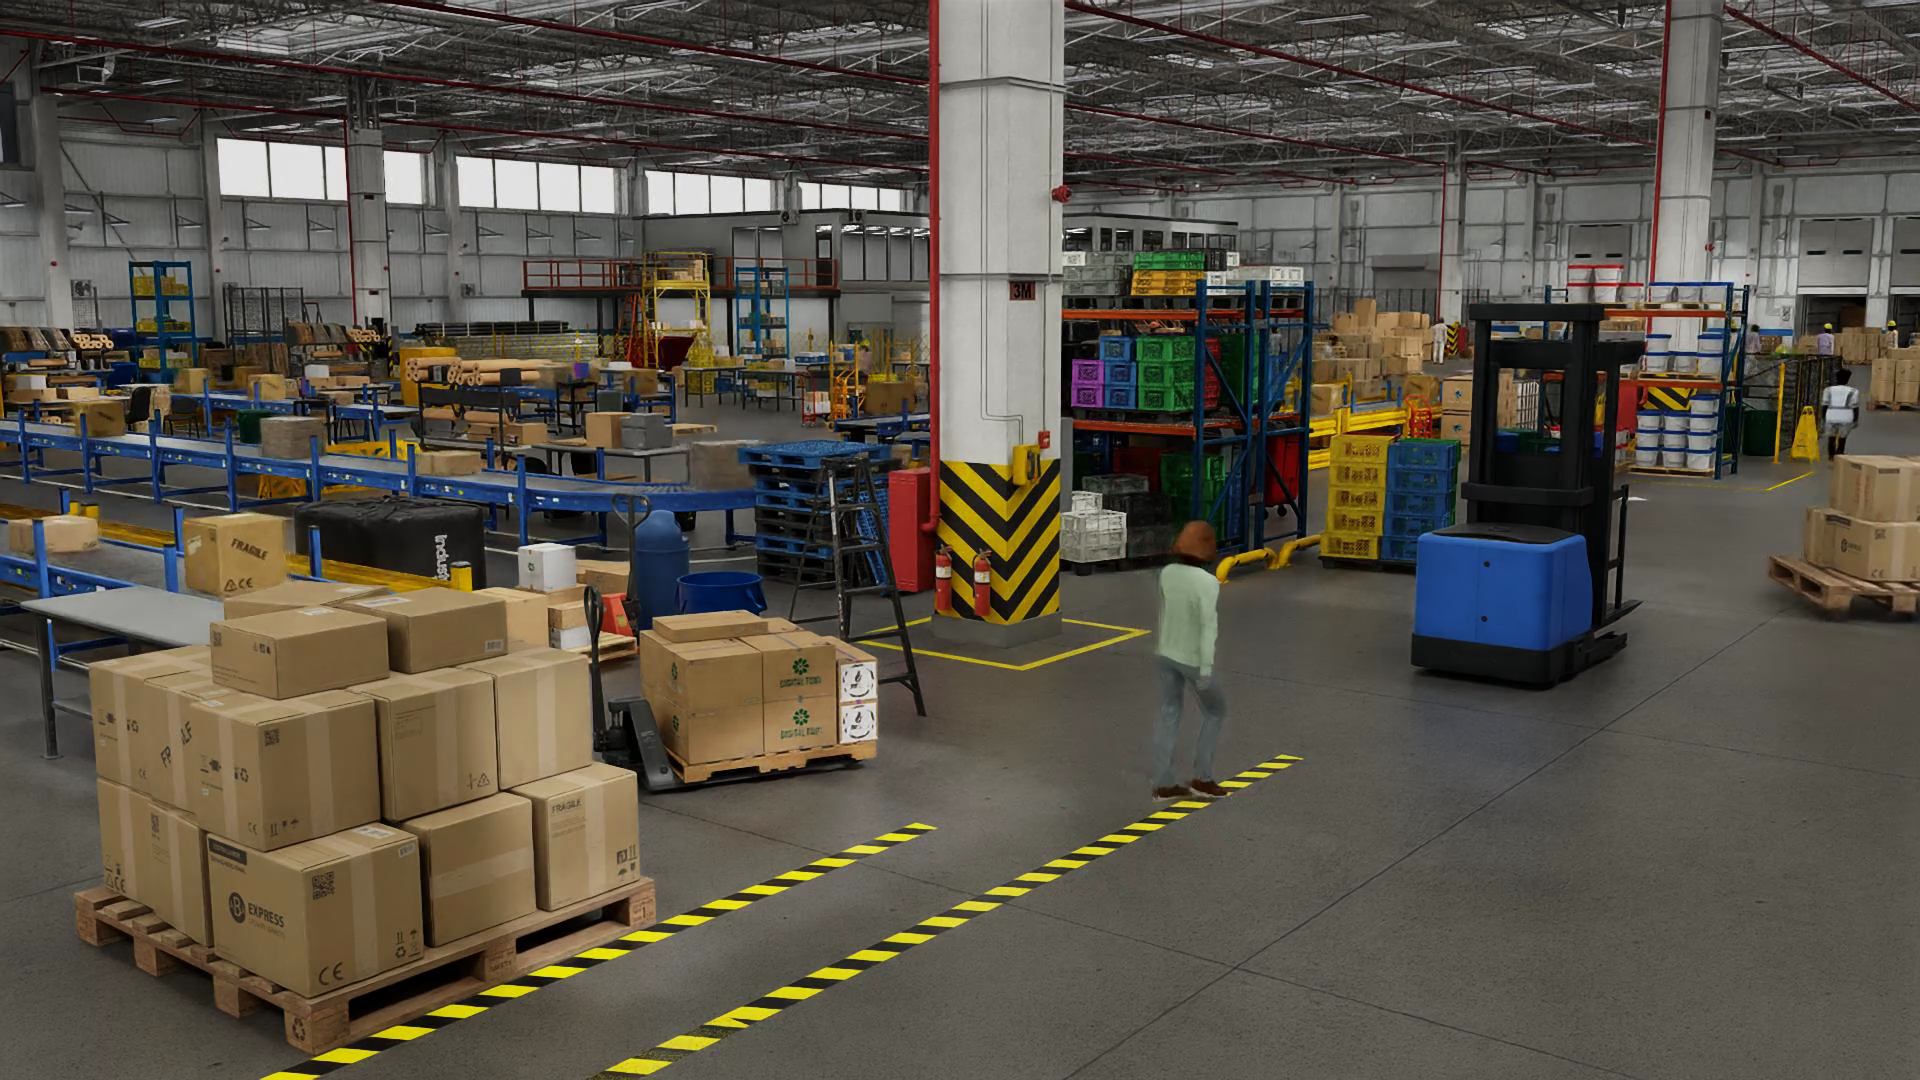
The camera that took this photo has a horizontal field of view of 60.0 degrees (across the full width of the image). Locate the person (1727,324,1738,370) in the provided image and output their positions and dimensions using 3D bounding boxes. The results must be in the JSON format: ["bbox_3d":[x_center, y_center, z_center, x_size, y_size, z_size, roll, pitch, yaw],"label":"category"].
[{"bbox_3d":[29.001,-7.234,62.504,0.483,1.737,0.311,-2,9,-12],"label":"person"}]

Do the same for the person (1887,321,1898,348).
[{"bbox_3d":[33.234,-6.855,59.357,0.402,1.919,0.587,1,9,7],"label":"person"}]

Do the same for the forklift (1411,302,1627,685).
[{"bbox_3d":[4.379,-0.438,12.852,1.129,2.768,1.873,7,11,37],"label":"forklift"}]

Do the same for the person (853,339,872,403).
[{"bbox_3d":[-2.570,-4.315,42.858,0.546,1.724,0.775,-8,11,-41],"label":"person"}]

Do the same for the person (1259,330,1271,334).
[{"bbox_3d":[12.879,-8.418,70.323,0.639,1.793,0.985,3,9,17],"label":"person"}]

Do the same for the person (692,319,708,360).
[{"bbox_3d":[-10.683,-8.159,68.400,0.990,1.832,0.595,7,11,40],"label":"person"}]

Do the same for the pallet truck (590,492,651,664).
[{"bbox_3d":[-3.115,0.344,12.883,0.653,1.274,1.630,7,11,37],"label":"pallet truck"}]

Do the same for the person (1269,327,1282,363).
[{"bbox_3d":[10.218,-6.058,54.151,0.512,1.866,0.330,0,8,-1],"label":"person"}]

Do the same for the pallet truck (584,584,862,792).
[{"bbox_3d":[-1.426,0.805,10.019,1.601,1.201,0.680,-4,9,-26],"label":"pallet truck"}]

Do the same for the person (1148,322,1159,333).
[{"bbox_3d":[5.837,-5.561,50.195,0.377,2.044,0.608,5,10,30],"label":"person"}]

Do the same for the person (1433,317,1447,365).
[{"bbox_3d":[19.476,-8.069,67.504,0.623,1.932,0.373,7,11,41],"label":"person"}]

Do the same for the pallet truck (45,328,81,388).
[{"bbox_3d":[-23.775,-4.544,43.495,1.885,1.965,0.823,6,10,35],"label":"pallet truck"}]

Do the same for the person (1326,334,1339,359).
[{"bbox_3d":[9.594,-4.453,43.444,0.763,1.831,0.578,1,8,6],"label":"person"}]

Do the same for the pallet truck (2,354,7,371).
[{"bbox_3d":[-24.881,-4.417,42.634,1.885,1.965,0.823,8,11,41],"label":"pallet truck"}]

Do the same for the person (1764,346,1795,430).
[{"bbox_3d":[17.072,-3.154,34.800,0.625,1.789,0.889,-2,9,-13],"label":"person"}]

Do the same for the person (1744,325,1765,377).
[{"bbox_3d":[27.597,-6.548,57.663,0.930,1.796,0.658,0,8,-2],"label":"person"}]

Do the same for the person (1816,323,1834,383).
[{"bbox_3d":[28.022,-6.047,53.857,0.382,1.928,0.587,-4,9,-23],"label":"person"}]

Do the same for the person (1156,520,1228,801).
[{"bbox_3d":[1.330,0.686,9.496,0.507,1.614,0.513,-6,10,-34],"label":"person"}]

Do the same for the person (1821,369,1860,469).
[{"bbox_3d":[14.349,-1.947,27.070,0.548,1.670,0.693,7,11,40],"label":"person"}]
